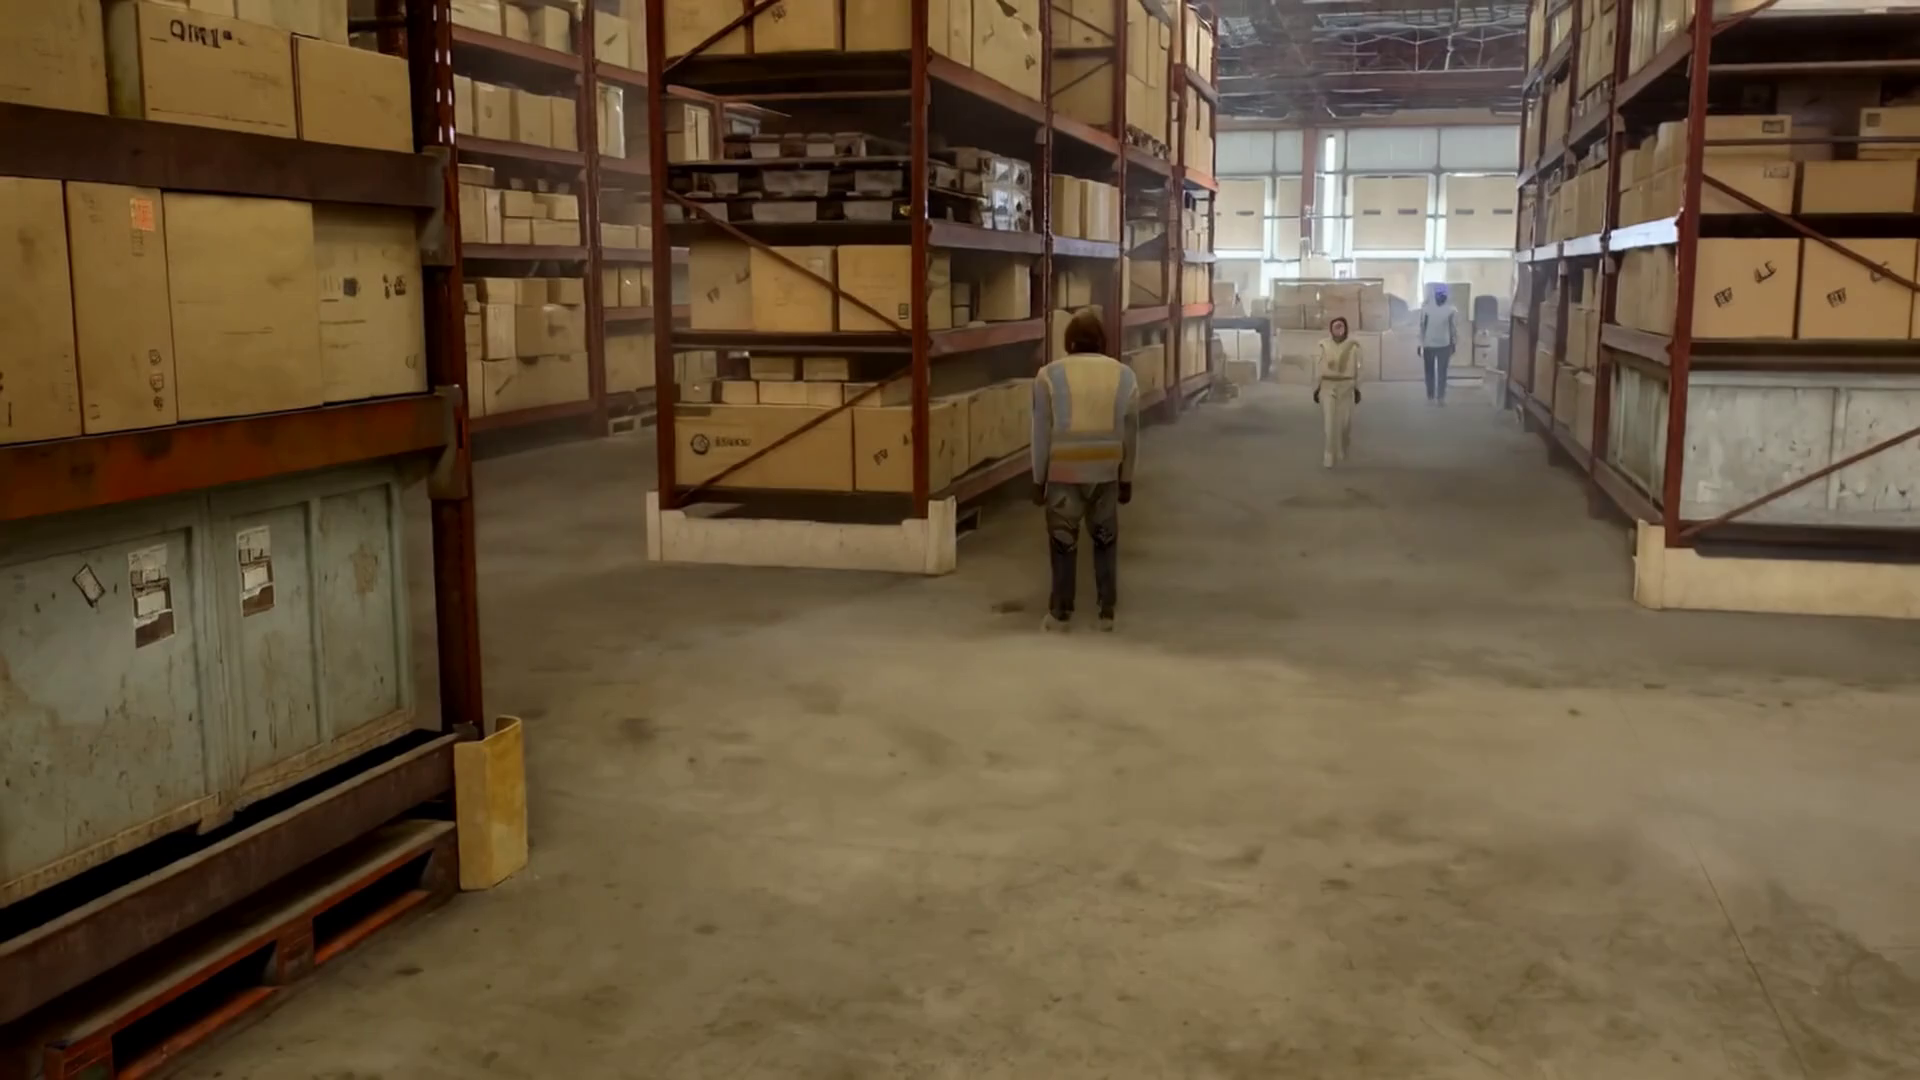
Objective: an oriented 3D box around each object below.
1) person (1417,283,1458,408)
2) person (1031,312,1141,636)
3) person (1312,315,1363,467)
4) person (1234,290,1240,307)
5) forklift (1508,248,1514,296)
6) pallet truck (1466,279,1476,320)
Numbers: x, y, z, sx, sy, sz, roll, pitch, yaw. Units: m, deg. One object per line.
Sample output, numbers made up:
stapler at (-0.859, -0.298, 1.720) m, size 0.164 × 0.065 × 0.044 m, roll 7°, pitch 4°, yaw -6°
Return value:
person at (7.550, -3.082, 26.329) m, size 0.602 × 1.954 × 1.030 m, roll 3°, pitch 9°, yaw 18°
person at (0.699, -0.360, 9.392) m, size 0.631 × 1.833 × 0.429 m, roll -2°, pitch 9°, yaw -15°
person at (4.054, -1.595, 17.874) m, size 0.532 × 1.630 × 0.417 m, roll 3°, pitch 9°, yaw 19°
person at (9.482, -7.783, 57.150) m, size 0.306 × 1.640 × 0.522 m, roll 4°, pitch 10°, yaw 22°
forklift at (15.279, -6.473, 44.896) m, size 1.129 × 2.768 × 1.873 m, roll 6°, pitch 10°, yaw 31°
pallet truck at (18.896, -8.459, 60.307) m, size 1.885 × 1.965 × 0.823 m, roll 5°, pitch 10°, yaw 31°
